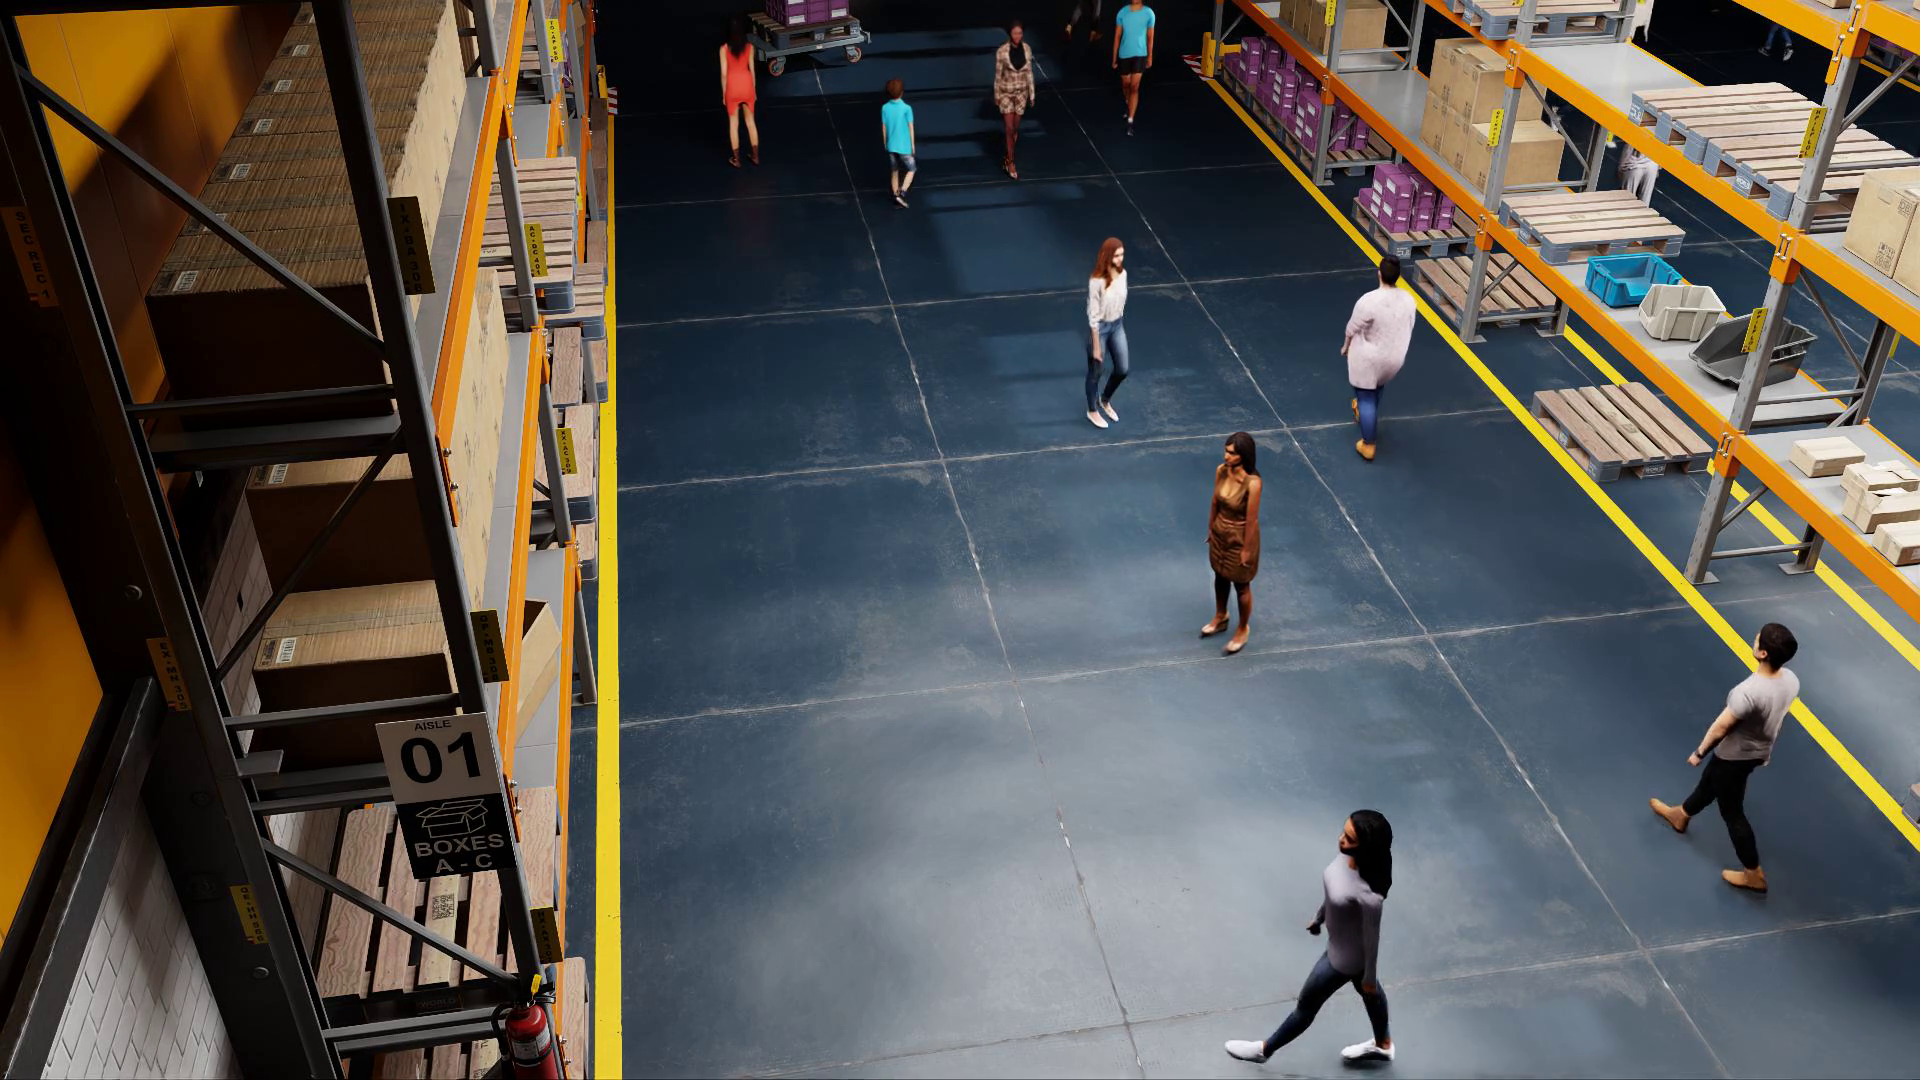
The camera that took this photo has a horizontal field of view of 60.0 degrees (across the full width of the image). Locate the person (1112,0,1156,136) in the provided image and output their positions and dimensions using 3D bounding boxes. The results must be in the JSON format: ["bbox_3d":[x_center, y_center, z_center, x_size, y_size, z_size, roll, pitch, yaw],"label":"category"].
[{"bbox_3d":[2.086,-5.859,20.097,0.958,1.735,1.224,10,35,14],"label":"person"}]

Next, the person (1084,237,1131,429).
[{"bbox_3d":[1.157,-1.765,13.953,0.659,1.718,0.678,-18,38,-25],"label":"person"}]

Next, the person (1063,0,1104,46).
[{"bbox_3d":[1.715,-7.635,22.804,1.022,1.696,1.051,25,41,32],"label":"person"}]

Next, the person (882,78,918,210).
[{"bbox_3d":[-0.675,-4.241,17.935,0.672,1.433,0.749,12,35,17],"label":"person"}]

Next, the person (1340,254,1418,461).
[{"bbox_3d":[3.408,-1.457,13.496,0.717,1.711,1.011,-8,34,-11],"label":"person"}]

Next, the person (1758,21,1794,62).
[{"bbox_3d":[11.139,-7.085,22.417,0.529,1.209,0.795,-7,34,-11],"label":"person"}]

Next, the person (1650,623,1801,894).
[{"bbox_3d":[4.487,1.259,9.437,0.884,1.681,1.204,-18,38,-25],"label":"person"}]

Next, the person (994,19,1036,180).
[{"bbox_3d":[0.565,-5.004,18.772,0.663,1.777,0.730,-13,36,-18],"label":"person"}]

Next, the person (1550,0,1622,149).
[{"bbox_3d":[7.457,-5.550,19.520,0.980,1.859,1.198,-24,40,-31],"label":"person"}]

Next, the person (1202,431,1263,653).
[{"bbox_3d":[1.875,0.003,11.324,0.699,1.684,0.589,-23,40,-30],"label":"person"}]

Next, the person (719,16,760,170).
[{"bbox_3d":[-2.517,-5.112,18.991,0.626,1.716,0.597,-16,37,-22],"label":"person"}]

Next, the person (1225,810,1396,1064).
[{"bbox_3d":[2.025,2.030,8.267,0.846,1.692,1.120,1,34,1],"label":"person"}]
